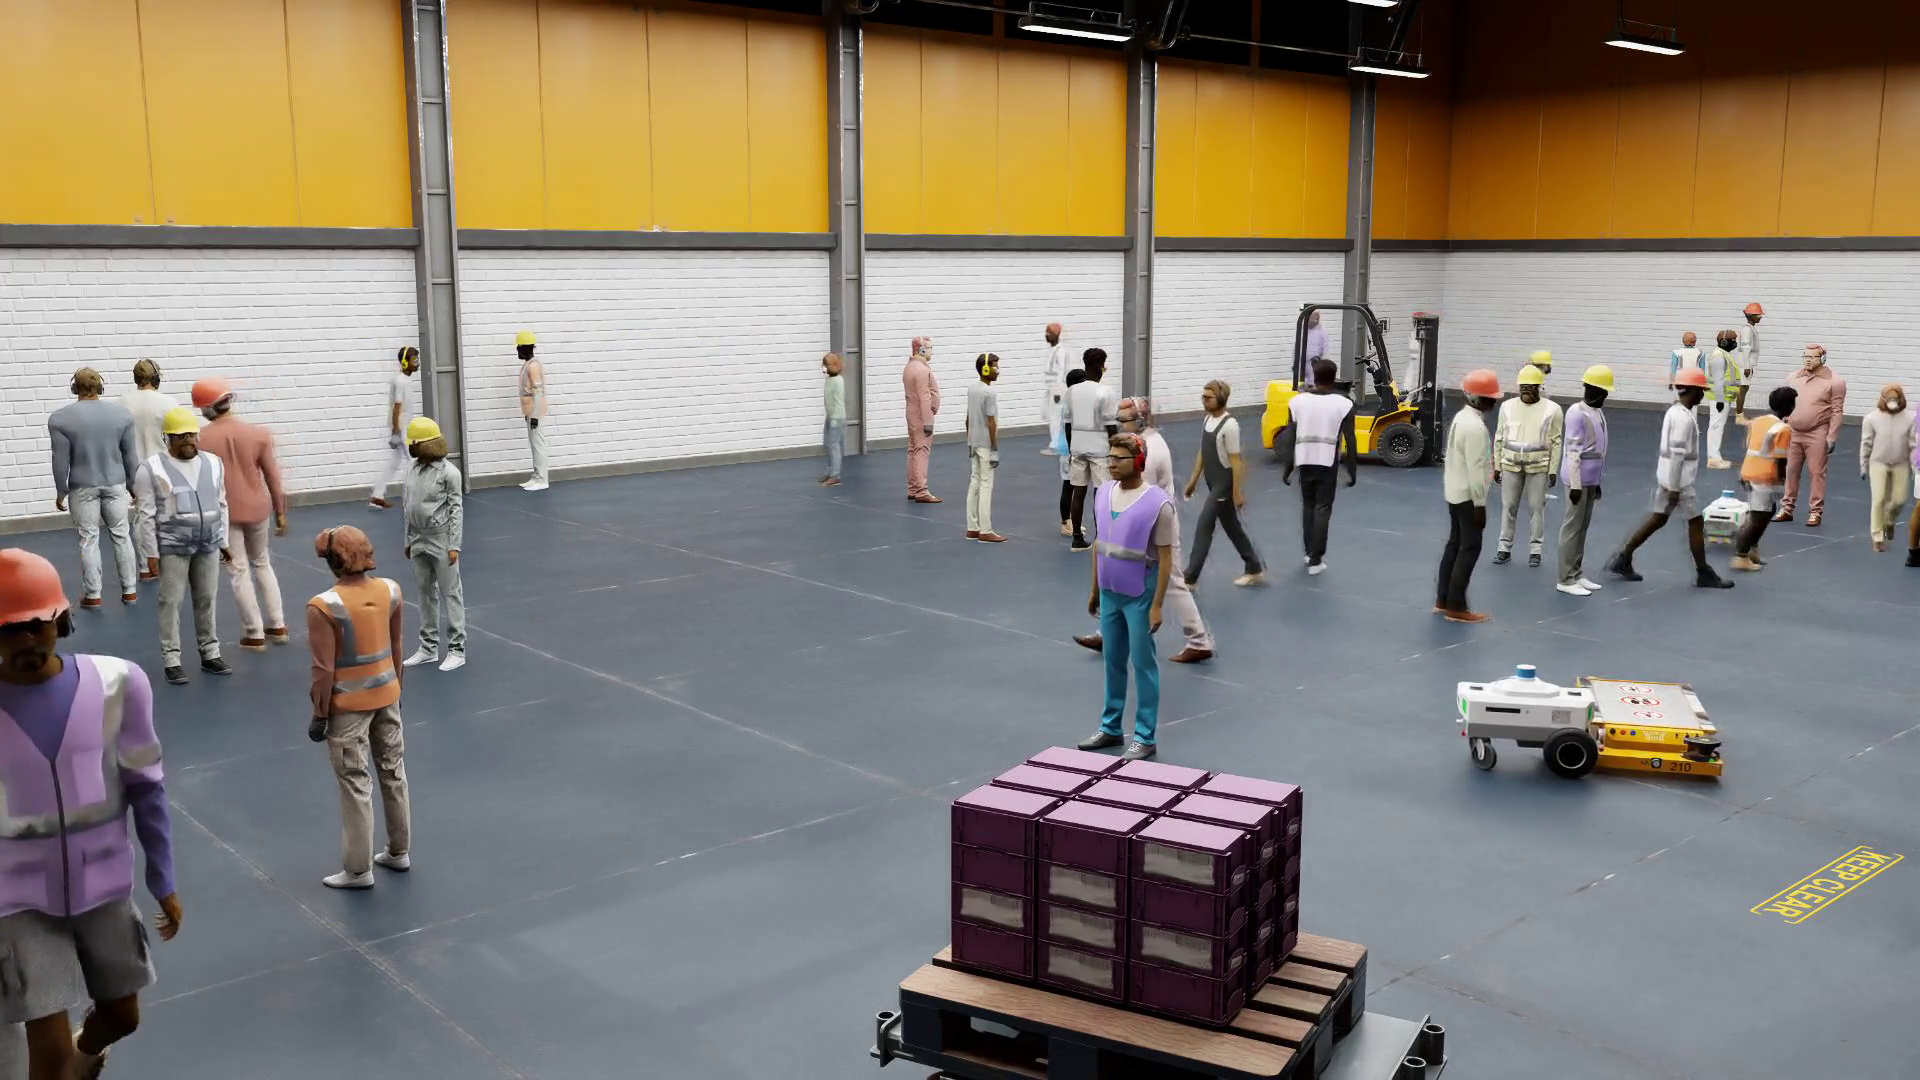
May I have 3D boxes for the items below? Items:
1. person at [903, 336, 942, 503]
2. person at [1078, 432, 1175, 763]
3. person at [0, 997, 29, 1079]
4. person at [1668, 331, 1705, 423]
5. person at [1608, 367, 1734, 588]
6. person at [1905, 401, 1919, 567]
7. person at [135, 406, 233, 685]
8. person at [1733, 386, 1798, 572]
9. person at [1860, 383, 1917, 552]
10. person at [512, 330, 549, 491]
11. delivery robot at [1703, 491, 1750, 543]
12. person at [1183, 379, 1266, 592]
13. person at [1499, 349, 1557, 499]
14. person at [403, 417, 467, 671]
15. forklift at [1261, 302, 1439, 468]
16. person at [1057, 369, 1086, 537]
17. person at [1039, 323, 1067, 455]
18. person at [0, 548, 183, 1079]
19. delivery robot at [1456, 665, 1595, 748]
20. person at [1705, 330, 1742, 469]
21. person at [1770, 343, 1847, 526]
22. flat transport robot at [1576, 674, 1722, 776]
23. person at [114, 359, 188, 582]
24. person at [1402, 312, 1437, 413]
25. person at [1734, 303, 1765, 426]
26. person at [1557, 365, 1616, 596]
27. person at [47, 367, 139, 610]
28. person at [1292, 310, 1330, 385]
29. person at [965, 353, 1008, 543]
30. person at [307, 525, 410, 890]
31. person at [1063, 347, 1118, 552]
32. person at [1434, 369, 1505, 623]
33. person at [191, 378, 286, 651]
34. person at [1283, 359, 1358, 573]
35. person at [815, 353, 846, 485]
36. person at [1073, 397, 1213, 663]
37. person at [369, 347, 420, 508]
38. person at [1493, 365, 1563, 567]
[{"bbox_3d":[-0.429,-1.384,19.070,0.410,1.912,0.643,-3,10,-17],"label":"person"},{"bbox_3d":[0.956,0.312,9.324,0.388,1.847,0.563,-8,12,-39],"label":"person"},{"bbox_3d":[-3.019,1.064,4.940,0.624,1.845,0.430,1,10,4],"label":"person"},{"bbox_3d":[11.366,-2.436,26.021,0.525,1.639,0.307,1,10,8],"label":"person"},{"bbox_3d":[6.100,-0.540,14.230,0.990,1.887,0.547,3,10,16],"label":"person"},{"bbox_3d":[8.746,-0.681,14.866,0.351,1.941,0.545,1,10,3],"label":"person"},{"bbox_3d":[-5.118,0.025,11.048,0.404,1.833,0.591,8,12,38],"label":"person"},{"bbox_3d":[7.166,-0.539,14.828,0.518,1.661,0.547,0,10,-2],"label":"person"},{"bbox_3d":[8.922,-0.707,15.992,0.521,1.610,0.560,4,10,22],"label":"person"},{"bbox_3d":[-5.159,-1.557,20.028,0.381,1.928,0.587,-3,10,-19],"label":"person"},{"bbox_3d":[7.379,-0.233,16.017,0.477,0.478,0.707,6,12,33],"label":"delivery robot"},{"bbox_3d":[2.194,-0.453,13.979,0.958,1.803,0.516,-2,10,-10],"label":"person"},{"bbox_3d":[6.611,-1.333,19.243,0.611,1.747,0.532,3,10,15],"label":"person"},{"bbox_3d":[-3.604,0.027,11.325,0.484,1.735,0.311,5,11,27],"label":"person"},{"bbox_3d":[5.320,-2.157,22.763,2.313,2.155,1.214,3,10,16],"label":"forklift"},{"bbox_3d":[1.143,-0.879,16.745,0.321,1.694,0.529,1,10,8],"label":"person"},{"bbox_3d":[1.349,-2.136,23.557,0.452,1.873,0.583,-2,10,-10],"label":"person"},{"bbox_3d":[-2.640,0.995,4.853,0.622,2.012,0.854,-8,12,-38],"label":"person"},{"bbox_3d":[3.115,0.933,9.193,0.707,0.478,0.477,2,10,14],"label":"delivery robot"},{"bbox_3d":[10.153,-1.874,22.140,0.429,1.844,0.627,5,11,28],"label":"person"},{"bbox_3d":[8.876,-1.102,17.430,0.410,1.909,0.642,-8,12,-39],"label":"person"},{"bbox_3d":[3.954,1.047,9.630,0.652,0.197,1.431,3,10,16],"label":"flat transport robot"},{"bbox_3d":[-6.949,-0.591,14.346,0.630,1.940,0.373,1,10,6],"label":"person"},{"bbox_3d":[8.239,-3.151,29.642,0.957,1.847,0.581,-4,11,-25],"label":"person"},{"bbox_3d":[13.129,-2.919,27.666,0.377,2.044,0.608,5,11,27],"label":"person"},{"bbox_3d":[5.231,-0.503,13.896,0.386,1.917,0.584,7,12,37],"label":"person"},{"bbox_3d":[-6.900,-0.411,13.297,0.631,1.935,0.362,-8,12,-38],"label":"person"},{"bbox_3d":[6.142,-3.089,29.158,0.688,1.879,0.471,7,12,35],"label":"person"},{"bbox_3d":[0.239,-0.908,16.417,0.331,1.866,0.513,-5,11,-28],"label":"person"},{"bbox_3d":[-2.678,0.741,7.424,0.308,1.640,0.511,5,11,26],"label":"person"},{"bbox_3d":[1.256,-0.837,15.739,0.604,1.954,0.367,8,13,40],"label":"person"},{"bbox_3d":[3.926,-0.343,12.883,0.379,1.950,0.811,0,10,2],"label":"person"},{"bbox_3d":[-5.175,-0.179,11.875,0.650,1.957,0.497,-8,13,-39],"label":"person"},{"bbox_3d":[3.258,-0.671,14.947,0.632,1.890,0.735,5,11,28],"label":"person"},{"bbox_3d":[-1.579,-1.483,20.480,0.338,1.626,0.537,-4,11,-23],"label":"person"},{"bbox_3d":[1.292,-0.061,11.509,1.014,1.854,0.674,1,10,6],"label":"person"},{"bbox_3d":[-6.246,-1.220,18.386,0.688,1.831,0.533,-2,10,-13],"label":"person"},{"bbox_3d":[5.152,-0.675,15.148,0.591,1.833,0.403,6,11,29],"label":"person"}]
